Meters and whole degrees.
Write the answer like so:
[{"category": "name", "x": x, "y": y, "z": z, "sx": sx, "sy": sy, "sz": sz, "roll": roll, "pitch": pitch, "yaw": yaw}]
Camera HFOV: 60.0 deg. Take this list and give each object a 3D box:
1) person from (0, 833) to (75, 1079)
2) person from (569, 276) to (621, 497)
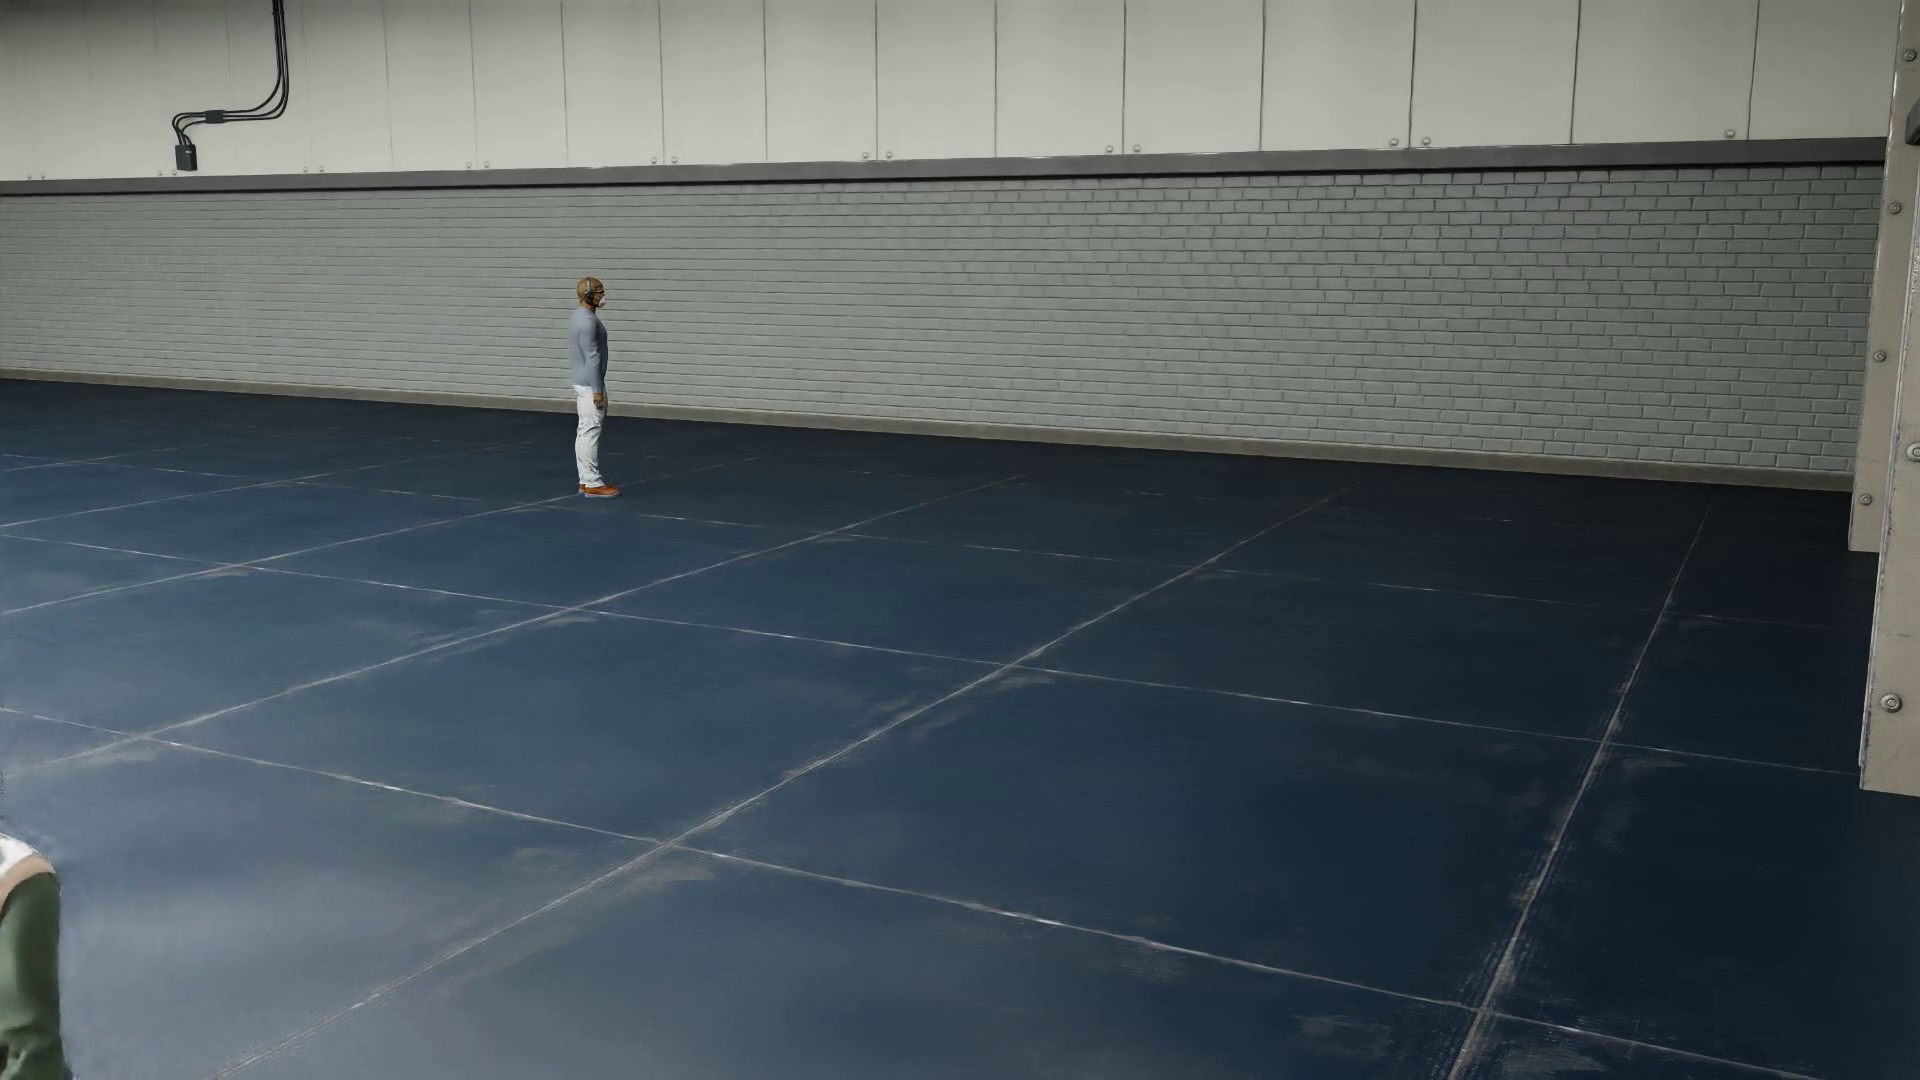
[{"category": "person", "x": -1.652, "y": 1.014, "z": 2.722, "sx": 0.527, "sy": 1.590, "sz": 0.866, "roll": 2, "pitch": 11, "yaw": 13}, {"category": "person", "x": -3.241, "y": -1.344, "z": 14.655, "sx": 0.372, "sy": 1.940, "sz": 0.630, "roll": -4, "pitch": 11, "yaw": -21}]
